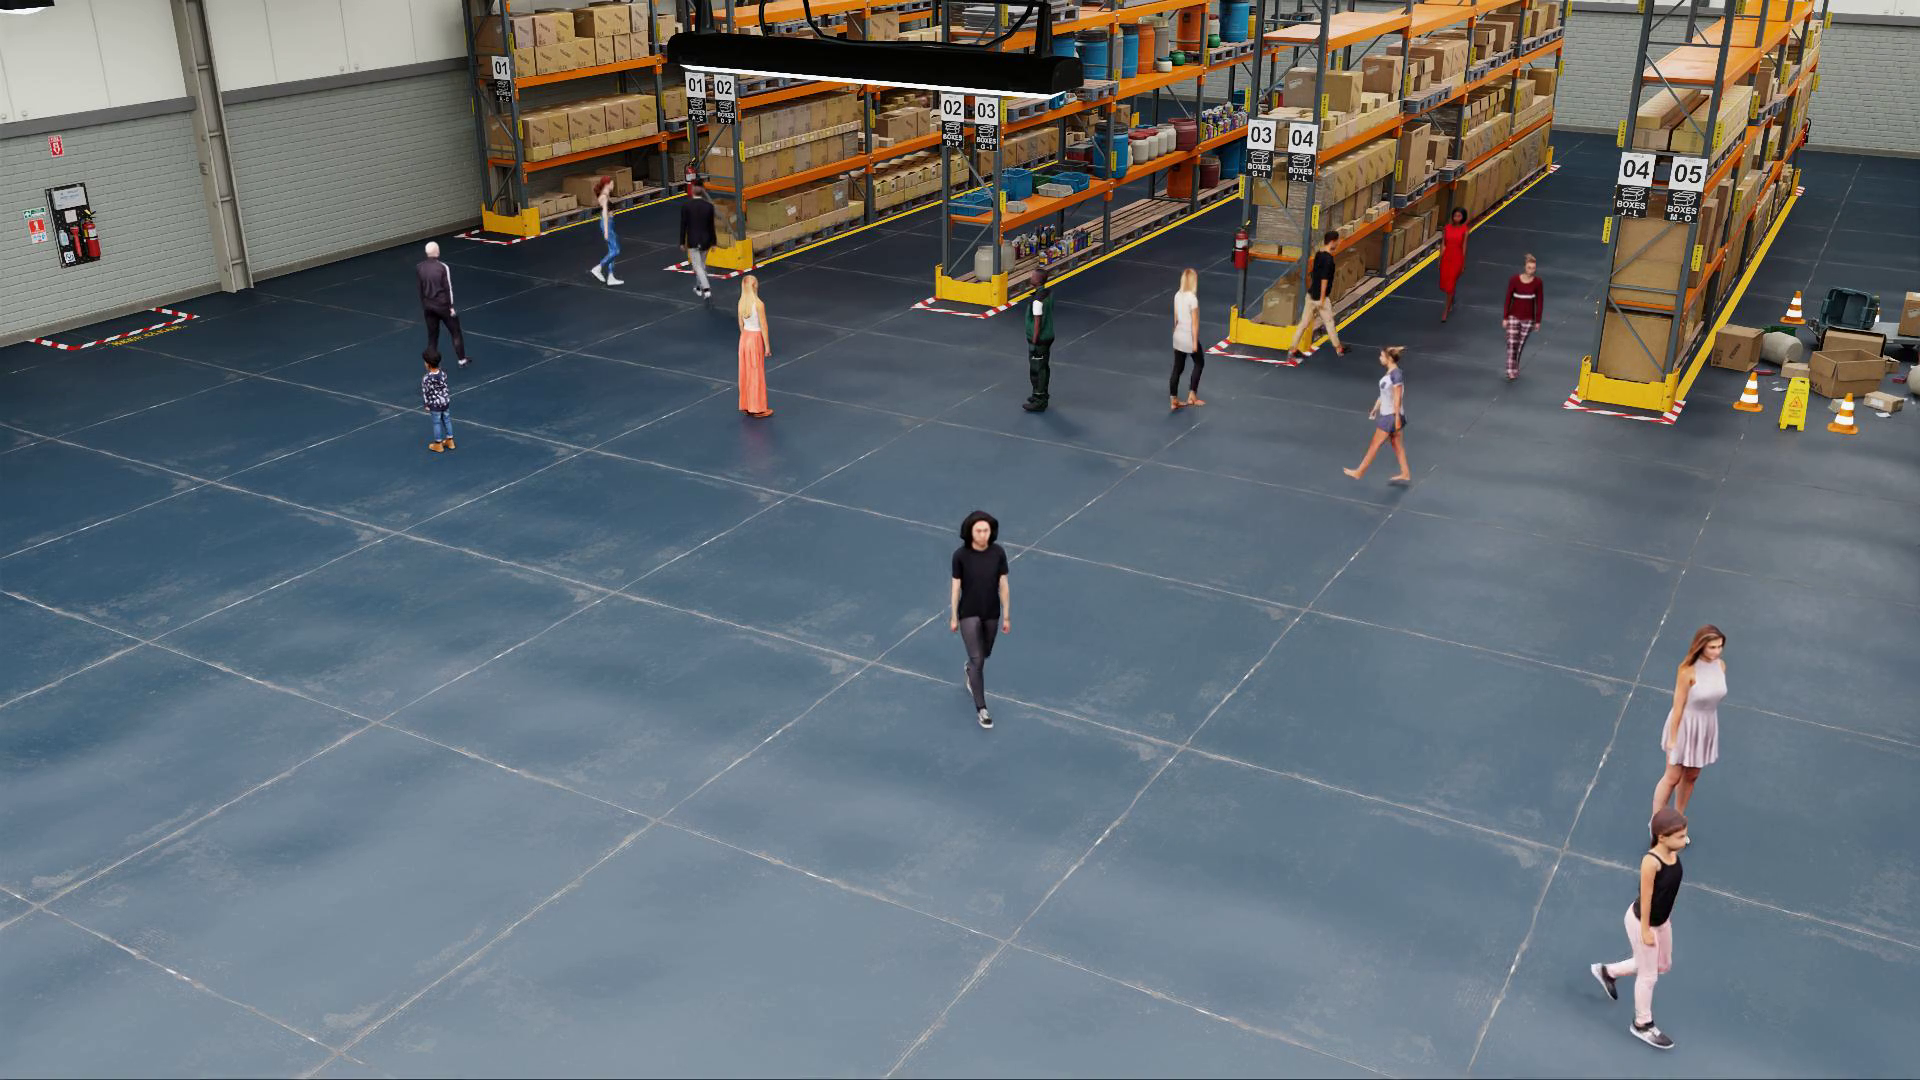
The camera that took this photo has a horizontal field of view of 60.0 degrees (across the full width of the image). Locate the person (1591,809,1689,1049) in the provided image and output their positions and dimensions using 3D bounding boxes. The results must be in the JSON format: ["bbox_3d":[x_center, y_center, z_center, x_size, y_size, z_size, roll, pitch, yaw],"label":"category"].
[{"bbox_3d":[4.150,2.301,10.102,0.847,1.550,0.753,-19,30,-38],"label":"person"}]

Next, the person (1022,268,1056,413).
[{"bbox_3d":[1.018,-2.554,21.149,0.795,1.840,0.624,7,24,16],"label":"person"}]

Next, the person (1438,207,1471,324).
[{"bbox_3d":[7.442,-4.160,25.069,0.596,1.727,0.839,14,27,30],"label":"person"}]

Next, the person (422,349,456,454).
[{"bbox_3d":[-6.226,-1.672,19.826,0.585,1.252,0.474,18,29,37],"label":"person"}]

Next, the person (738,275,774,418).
[{"bbox_3d":[-2.615,-2.446,20.943,0.687,1.802,0.653,20,30,39],"label":"person"}]

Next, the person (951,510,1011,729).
[{"bbox_3d":[0.146,0.576,13.837,1.114,1.801,1.169,-6,24,-15],"label":"person"}]

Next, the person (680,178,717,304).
[{"bbox_3d":[-4.059,-4.640,25.958,1.276,1.914,1.228,-11,25,-23],"label":"person"}]

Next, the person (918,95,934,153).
[{"bbox_3d":[-0.758,-8.816,36.117,0.664,1.650,0.640,4,23,9],"label":"person"}]

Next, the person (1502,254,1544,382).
[{"bbox_3d":[7.561,-3.000,22.427,0.881,1.660,1.136,4,23,9],"label":"person"}]

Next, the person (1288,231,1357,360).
[{"bbox_3d":[4.879,-3.344,23.070,1.227,1.788,1.230,-2,23,-5],"label":"person"}]

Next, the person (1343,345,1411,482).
[{"bbox_3d":[4.941,-1.381,18.721,0.812,1.580,0.985,5,23,11],"label":"person"}]

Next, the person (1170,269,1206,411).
[{"bbox_3d":[2.787,-2.512,21.093,0.843,1.805,0.771,-16,28,-33],"label":"person"}]

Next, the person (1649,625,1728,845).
[{"bbox_3d":[5.239,1.403,11.934,0.680,1.768,0.742,-7,24,-15],"label":"person"}]

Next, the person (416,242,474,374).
[{"bbox_3d":[-7.067,-3.061,22.383,0.907,1.807,1.084,4,23,10],"label":"person"}]

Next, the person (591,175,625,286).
[{"bbox_3d":[-5.808,-5.006,27.004,0.869,1.769,0.816,-3,23,-6],"label":"person"}]
